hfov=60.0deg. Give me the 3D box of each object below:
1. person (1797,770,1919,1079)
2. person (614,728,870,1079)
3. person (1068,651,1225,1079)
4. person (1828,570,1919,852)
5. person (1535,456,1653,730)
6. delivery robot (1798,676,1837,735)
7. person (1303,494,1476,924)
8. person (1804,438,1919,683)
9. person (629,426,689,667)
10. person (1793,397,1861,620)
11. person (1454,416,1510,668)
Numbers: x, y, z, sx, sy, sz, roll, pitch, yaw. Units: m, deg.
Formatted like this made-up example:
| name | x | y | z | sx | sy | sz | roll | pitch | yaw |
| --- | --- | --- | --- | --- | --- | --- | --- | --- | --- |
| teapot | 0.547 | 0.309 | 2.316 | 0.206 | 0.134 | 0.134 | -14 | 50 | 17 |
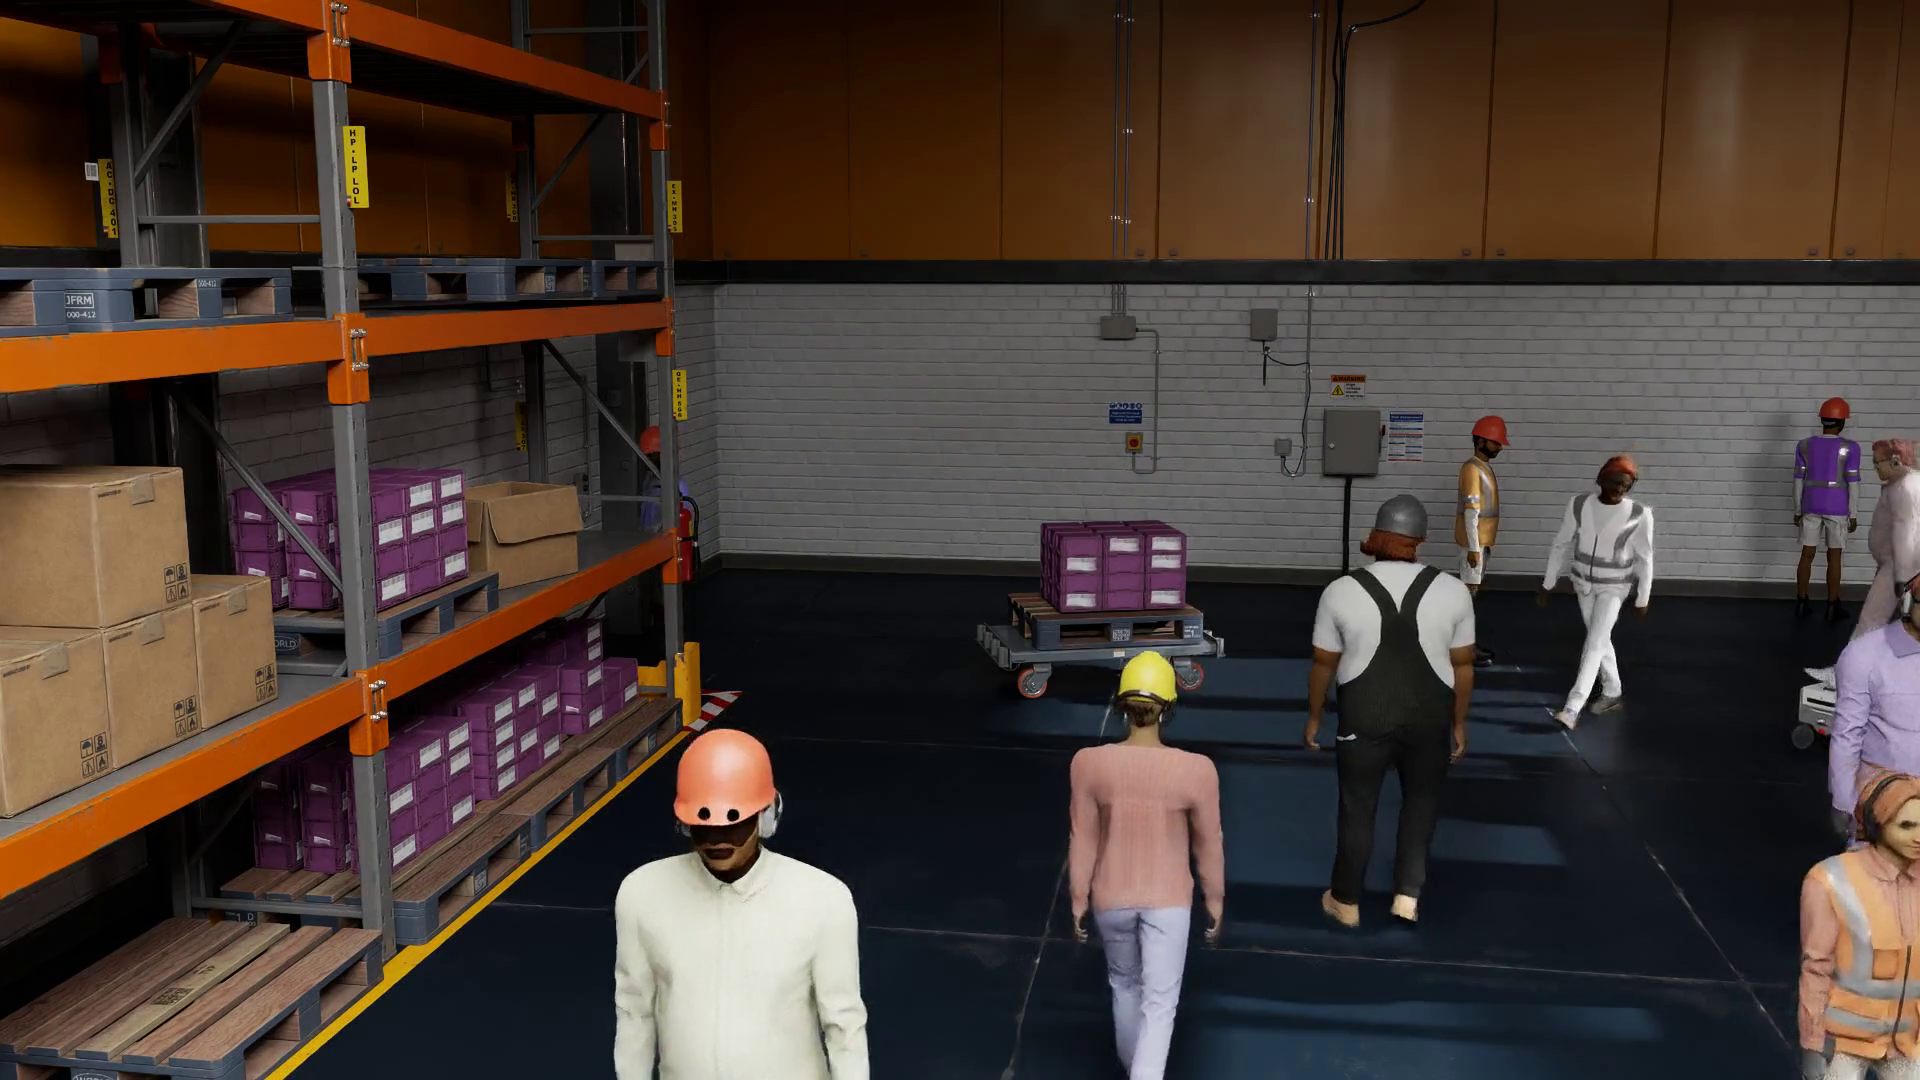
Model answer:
| name | x | y | z | sx | sy | sz | roll | pitch | yaw |
| --- | --- | --- | --- | --- | --- | --- | --- | --- | --- |
| person | 2.643 | 1.456 | 4.801 | 0.511 | 1.628 | 0.369 | 0 | 9 | -3 |
| person | -0.538 | 1.427 | 3.946 | 0.647 | 1.950 | 0.961 | 0 | 9 | 1 |
| person | 0.634 | 1.247 | 5.766 | 0.536 | 1.729 | 0.872 | 3 | 10 | 15 |
| person | 3.774 | 1.031 | 6.561 | 0.651 | 1.904 | 0.401 | 1 | 9 | 5 |
| person | 4.260 | 0.342 | 11.098 | 1.012 | 1.816 | 0.604 | -8 | 12 | -40 |
| delivery robot | 5.656 | 1.013 | 10.532 | 0.707 | 0.478 | 0.477 | -5 | 11 | -30 |
| person | 1.958 | 0.782 | 7.671 | 0.760 | 2.000 | 0.535 | 2 | 9 | 10 |
| person | 6.590 | 0.206 | 11.820 | 0.952 | 1.841 | 0.660 | 8 | 12 | 41 |
| person | -2.165 | 0.144 | 11.942 | 0.390 | 1.934 | 0.551 | -6 | 11 | -32 |
| person | 7.546 | -0.272 | 14.489 | 0.360 | 1.939 | 0.543 | -9 | 13 | -42 |
| person | 4.009 | 0.005 | 12.817 | 0.374 | 1.927 | 0.542 | 4 | 10 | 25 |
